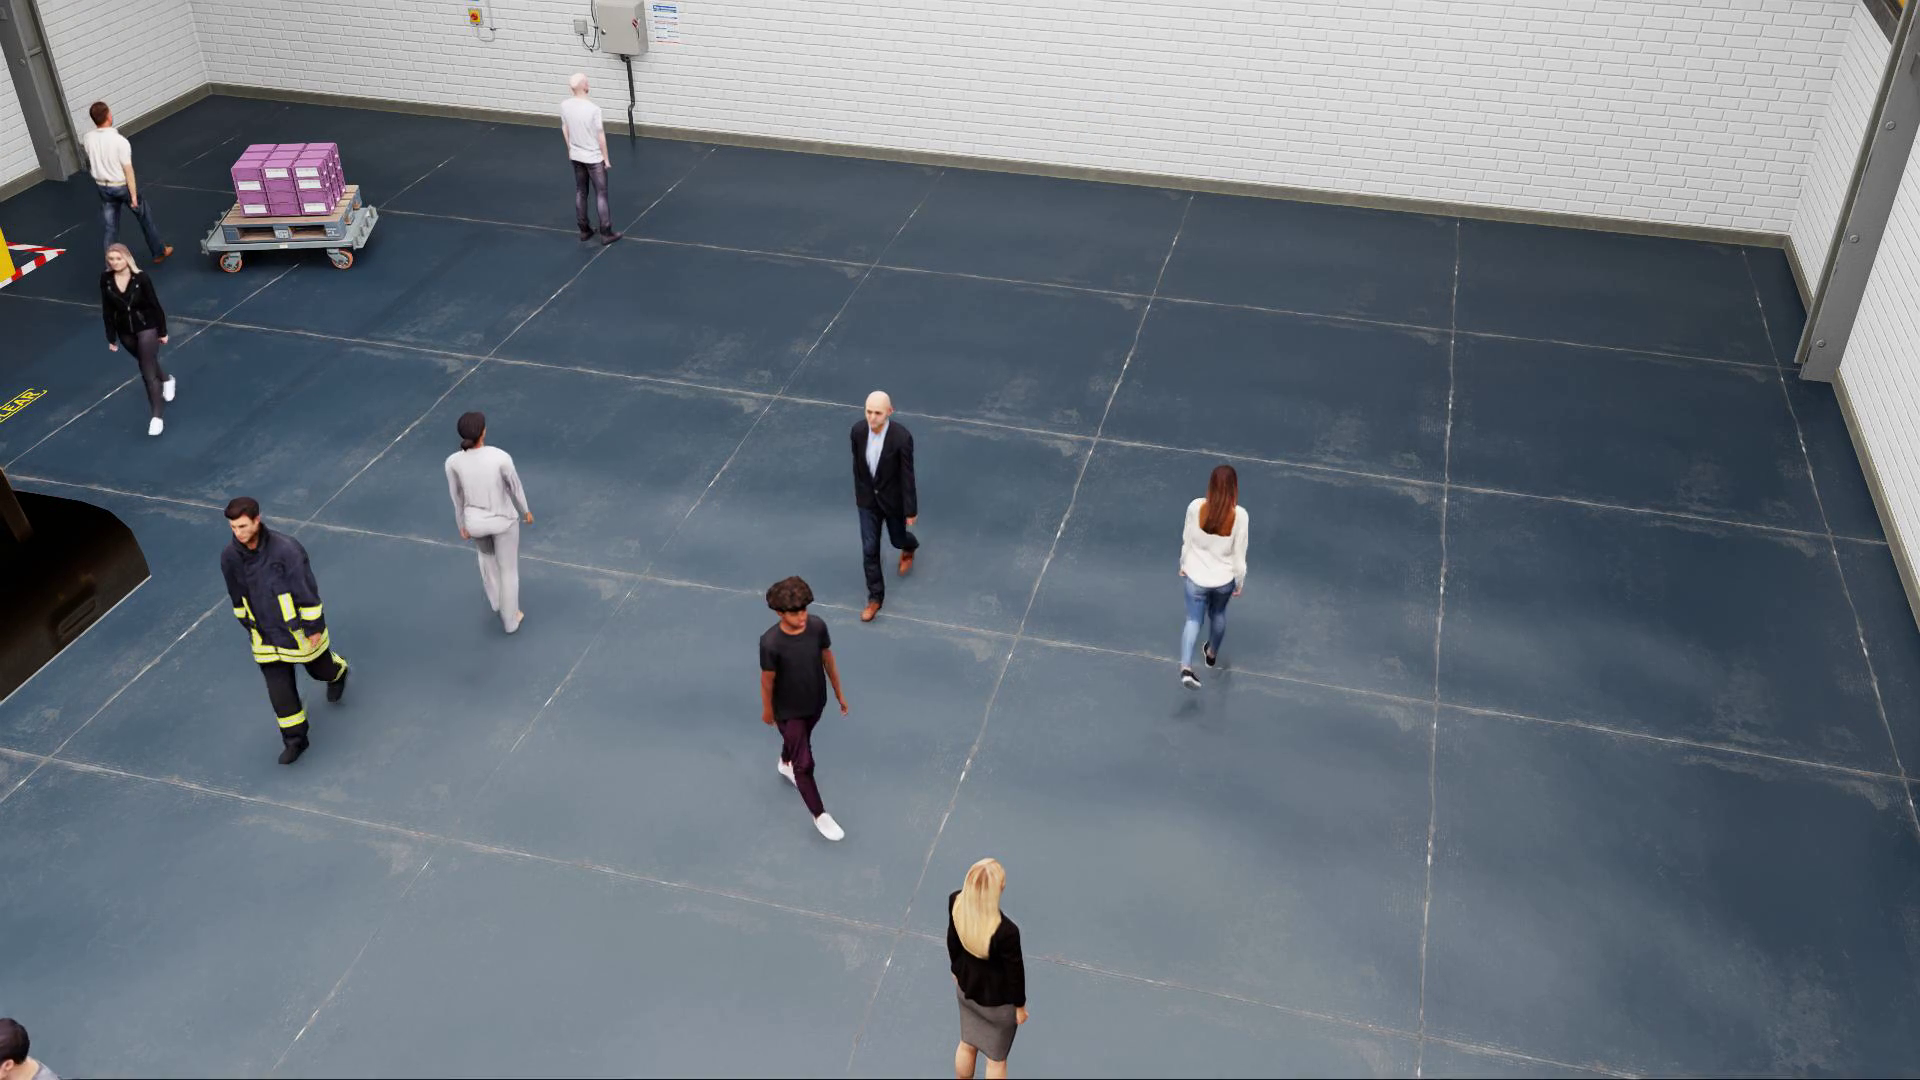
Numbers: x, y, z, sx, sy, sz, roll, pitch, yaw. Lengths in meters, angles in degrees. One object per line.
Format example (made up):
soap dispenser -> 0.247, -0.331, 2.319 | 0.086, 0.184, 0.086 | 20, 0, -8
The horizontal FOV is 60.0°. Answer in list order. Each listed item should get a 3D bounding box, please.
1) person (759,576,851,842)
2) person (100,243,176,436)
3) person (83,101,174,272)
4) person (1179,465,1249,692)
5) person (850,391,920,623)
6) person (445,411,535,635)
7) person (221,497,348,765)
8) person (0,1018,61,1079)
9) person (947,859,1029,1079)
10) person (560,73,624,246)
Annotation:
person -> -1.036, 0.943, 10.327 | 1.127, 1.737, 1.060 | -27, 42, -34
person -> -7.178, -1.832, 14.584 | 0.886, 1.645, 1.239 | -3, 34, -4
person -> -8.648, -3.490, 16.931 | 0.791, 1.810, 1.311 | 4, 34, 6
person -> 1.701, 0.293, 11.364 | 0.618, 1.671, 0.965 | 11, 35, 16
person -> -0.534, -0.332, 12.213 | 0.714, 1.772, 1.125 | 10, 35, 15
person -> -3.370, -0.081, 11.886 | 0.721, 1.716, 0.789 | 3, 34, 4
person -> -4.380, 0.481, 10.874 | 0.972, 1.900, 1.258 | 0, 34, -1
person -> -3.942, 2.757, 7.496 | 0.778, 1.849, 0.825 | 23, 40, 31
person -> 0.126, 2.273, 8.230 | 0.680, 1.844, 0.674 | 24, 40, 31
person -> -3.989, -4.088, 17.812 | 0.694, 1.831, 0.636 | 14, 36, 20
